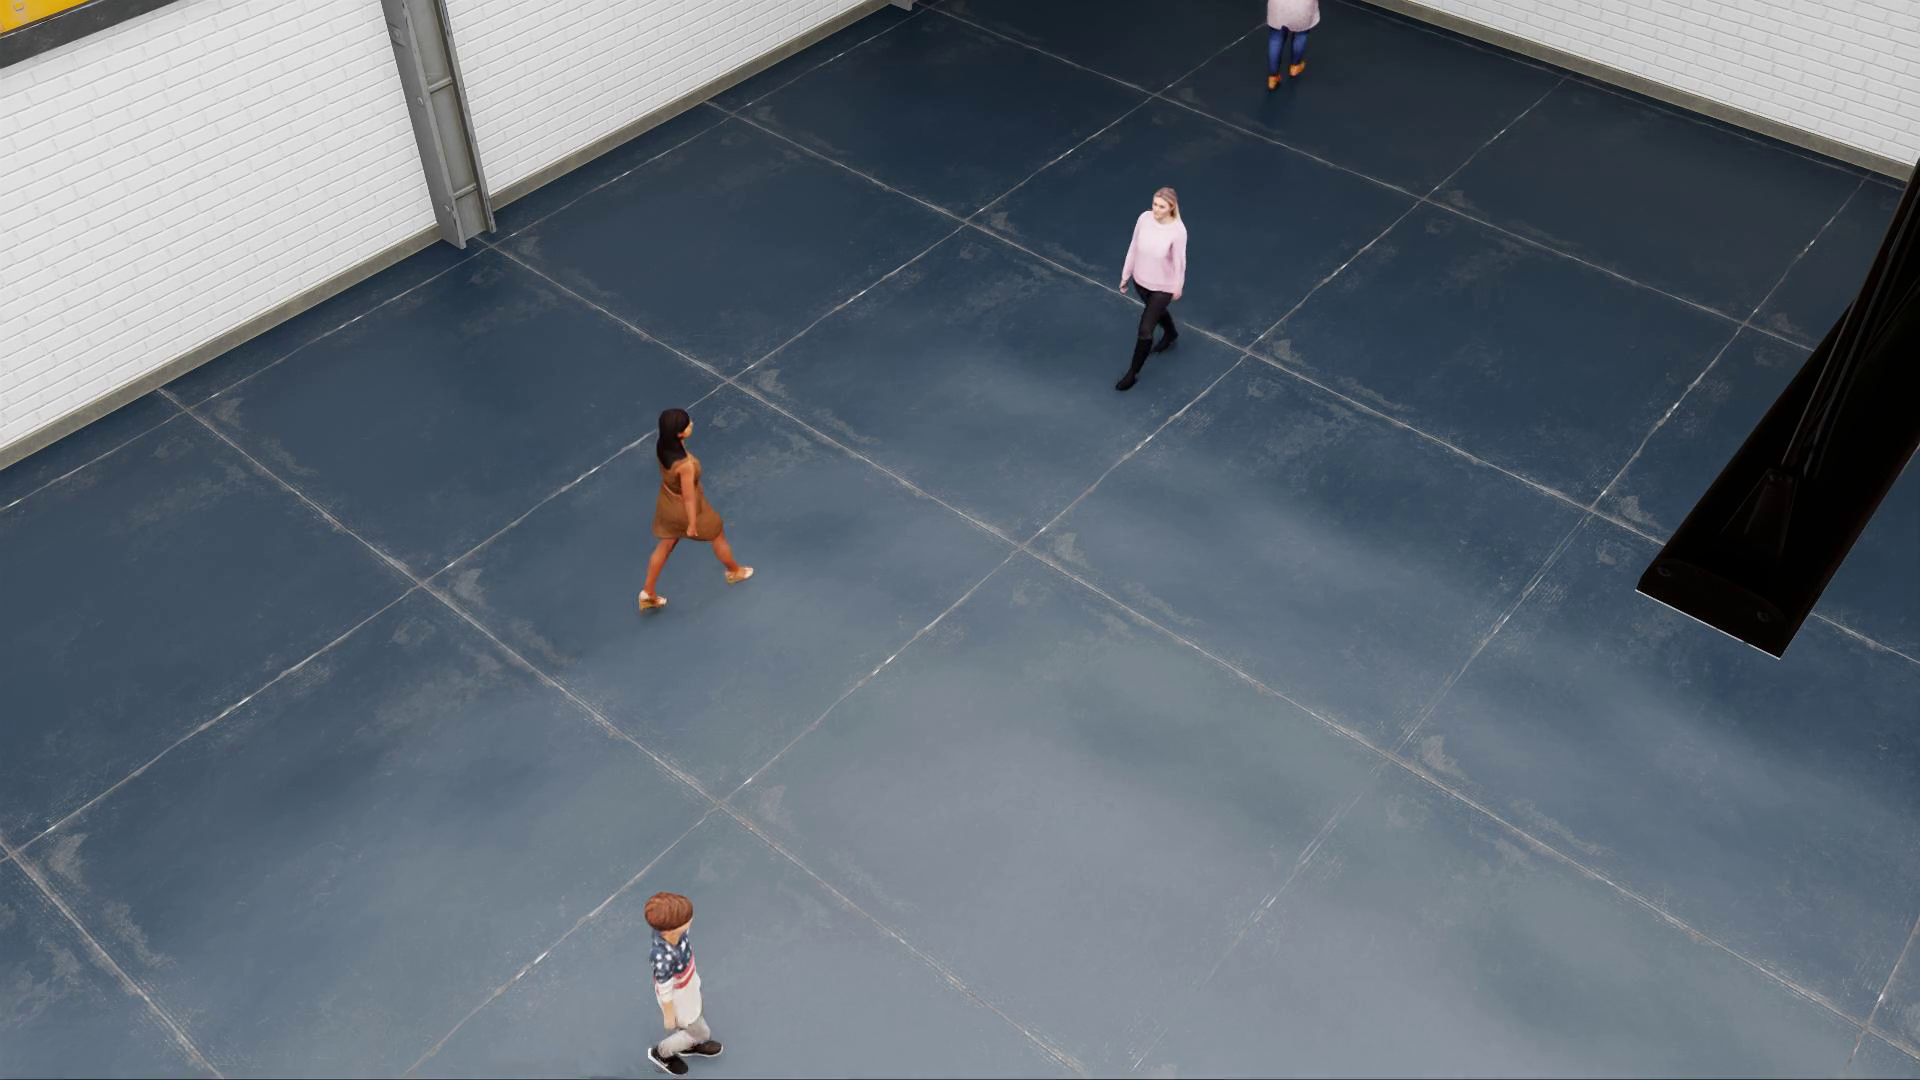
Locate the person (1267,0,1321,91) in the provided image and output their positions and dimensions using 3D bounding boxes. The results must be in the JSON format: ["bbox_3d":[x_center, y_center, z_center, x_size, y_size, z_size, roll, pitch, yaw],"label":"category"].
[{"bbox_3d":[3.209,-5.218,16.225,0.817,1.727,0.909,18,47,18],"label":"person"}]

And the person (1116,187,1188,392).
[{"bbox_3d":[1.563,-2.039,12.947,0.623,1.647,1.108,32,52,29],"label":"person"}]

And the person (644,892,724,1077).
[{"bbox_3d":[-1.511,2.295,8.553,0.735,1.432,0.675,-1,44,-1],"label":"person"}]

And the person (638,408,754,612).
[{"bbox_3d":[-1.898,-0.168,10.984,1.103,1.645,0.708,-27,50,-26],"label":"person"}]
